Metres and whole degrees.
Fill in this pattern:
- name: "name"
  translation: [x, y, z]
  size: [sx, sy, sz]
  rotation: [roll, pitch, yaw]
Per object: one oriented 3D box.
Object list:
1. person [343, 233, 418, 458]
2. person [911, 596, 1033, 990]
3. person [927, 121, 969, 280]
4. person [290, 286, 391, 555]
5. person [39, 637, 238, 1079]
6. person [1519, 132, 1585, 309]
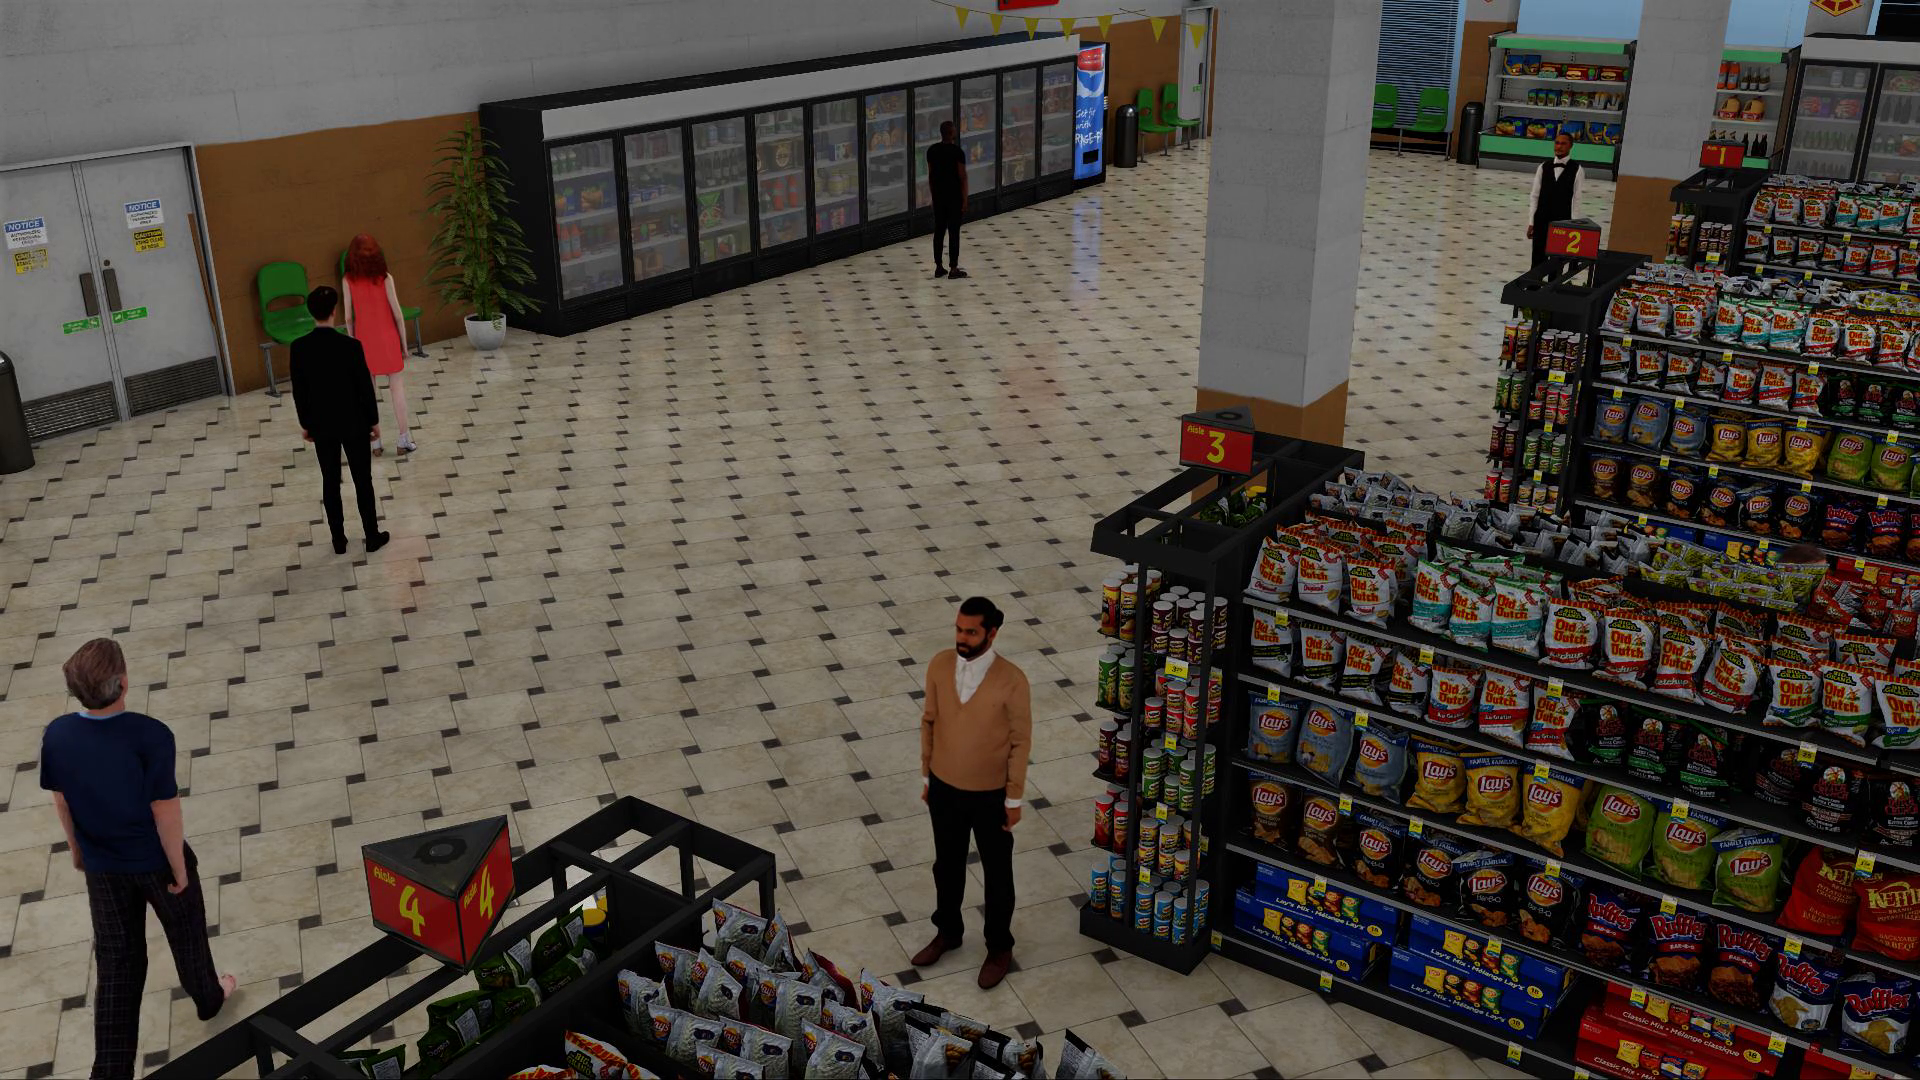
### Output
- name: "person"
  translation: [-4.725, -1.577, 13.489]
  size: [0.646, 1.827, 0.728]
  rotation: [-2, 22, -4]
- name: "person"
  translation: [0.059, 1.046, 7.061]
  size: [0.567, 1.754, 0.741]
  rotation: [11, 24, 25]
- name: "person"
  translation: [-0.148, -3.990, 19.506]
  size: [0.492, 1.819, 0.732]
  rotation: [13, 25, 29]
- name: "person"
  translation: [-4.304, -0.820, 11.519]
  size: [0.774, 1.893, 0.847]
  rotation: [-3, 22, -6]
- name: "person"
  translation: [-3.192, 1.293, 6.344]
  size: [1.196, 1.830, 1.192]
  rotation: [-2, 22, -5]
- name: "person"
  translation: [6.431, -3.447, 18.022]
  size: [0.514, 1.919, 0.748]
  rotation: [13, 25, 30]
